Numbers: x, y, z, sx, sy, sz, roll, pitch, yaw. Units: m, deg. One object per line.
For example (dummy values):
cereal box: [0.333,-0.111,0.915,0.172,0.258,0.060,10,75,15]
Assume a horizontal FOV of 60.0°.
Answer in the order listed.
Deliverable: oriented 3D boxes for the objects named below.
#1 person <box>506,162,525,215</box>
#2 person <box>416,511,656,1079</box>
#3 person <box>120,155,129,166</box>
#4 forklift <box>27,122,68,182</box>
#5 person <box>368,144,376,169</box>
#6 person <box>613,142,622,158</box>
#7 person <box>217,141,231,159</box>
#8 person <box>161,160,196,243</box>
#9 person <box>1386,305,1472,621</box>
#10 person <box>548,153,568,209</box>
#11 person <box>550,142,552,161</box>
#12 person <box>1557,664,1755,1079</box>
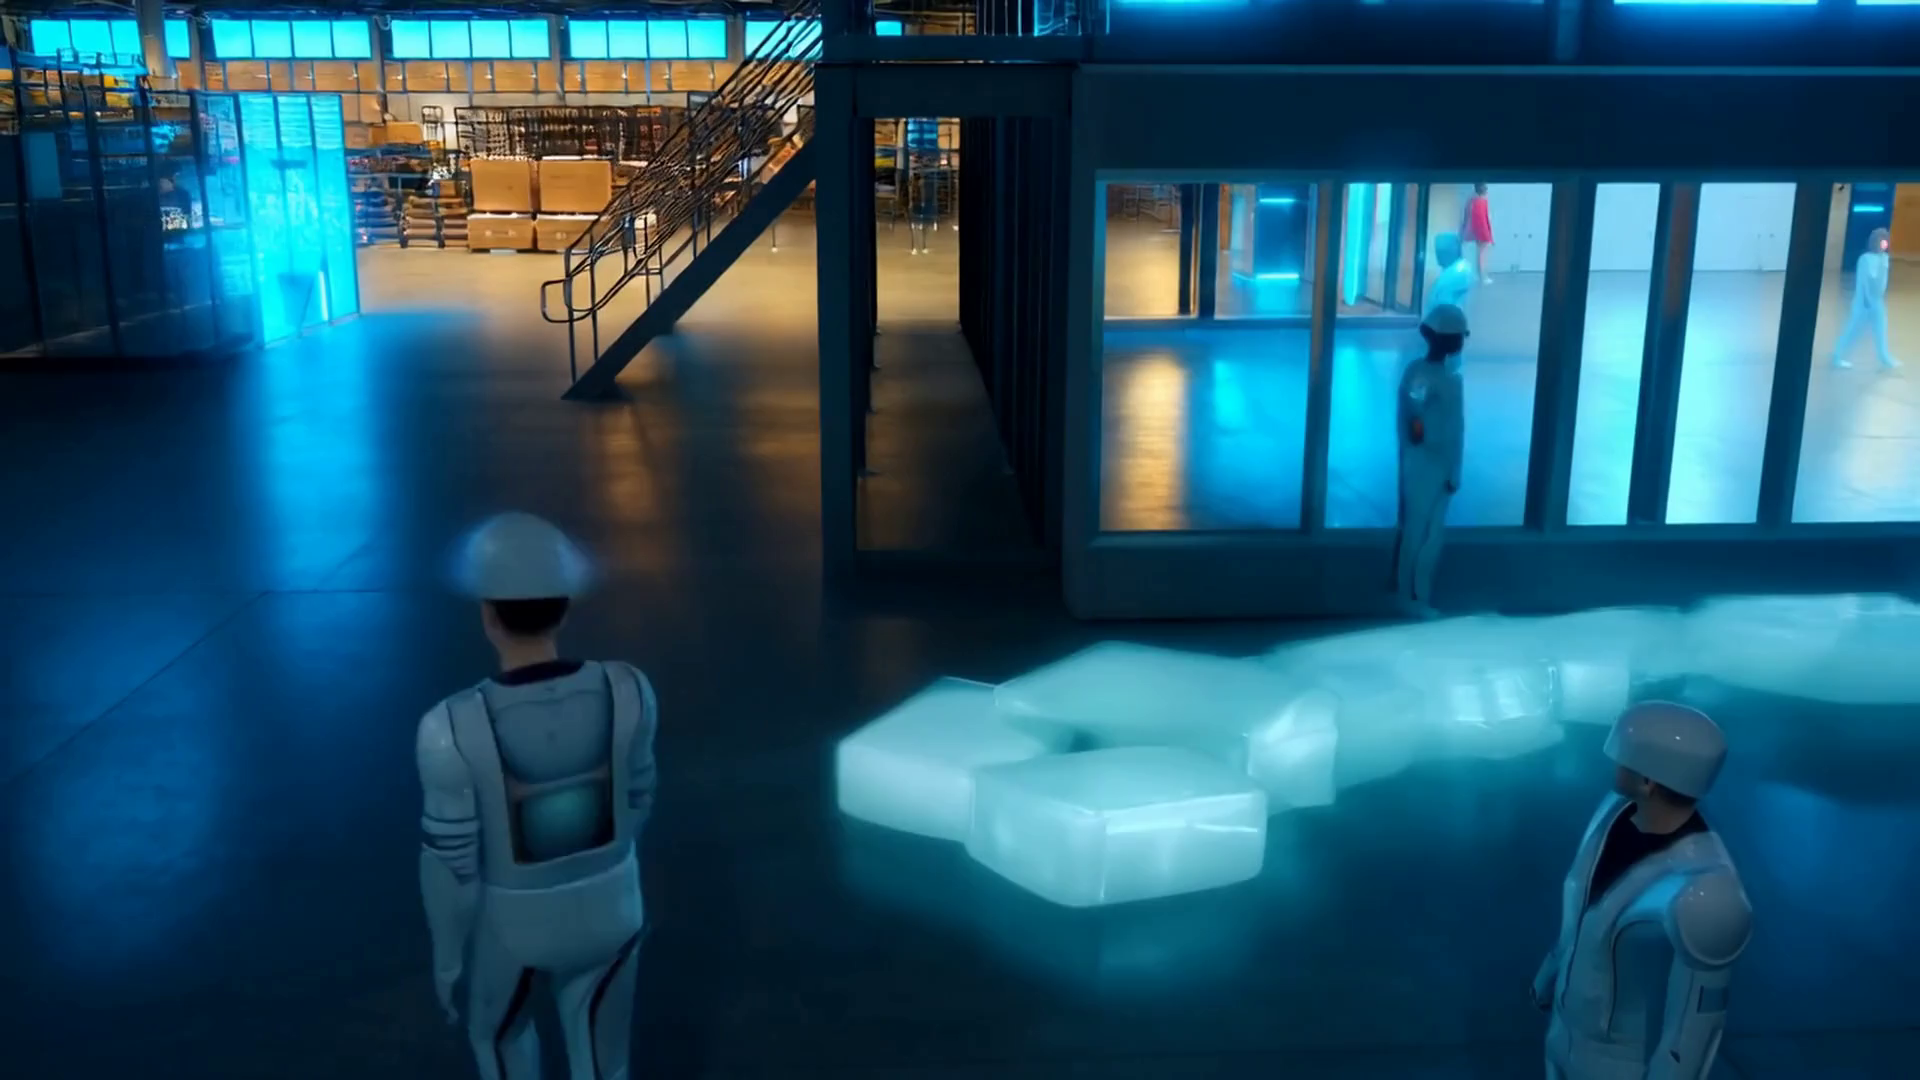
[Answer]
person: [-12.237,-9.505,45.669,0.520,1.720,0.922,13,19,43]
person: [-0.951,0.871,3.801,0.551,1.913,0.583,-8,16,-29]
person: [-37.484,-16.830,74.763,0.532,1.809,0.608,2,14,7]
forklift: [-35.376,-14.773,64.377,1.129,2.768,1.873,-1,14,-2]
person: [-29.504,-18.951,83.405,0.381,1.737,0.566,-10,17,-34]
person: [-15.789,-17.333,76.585,0.407,1.910,0.640,0,14,-2]
person: [-38.915,-20.127,87.836,0.906,1.869,0.660,13,19,41]
person: [-15.976,-6.753,34.026,0.537,2.000,0.690,2,14,8]
person: [2.646,-0.433,9.328,0.328,1.765,0.532,-5,15,-18]
person: [-12.766,-11.328,52.727,0.944,1.827,0.559,4,14,14]
person: [-20.482,-19.035,83.528,0.456,1.830,0.602,-5,15,-20]
person: [1.387,1.076,3.431,0.319,1.697,0.533,0,14,-2]
